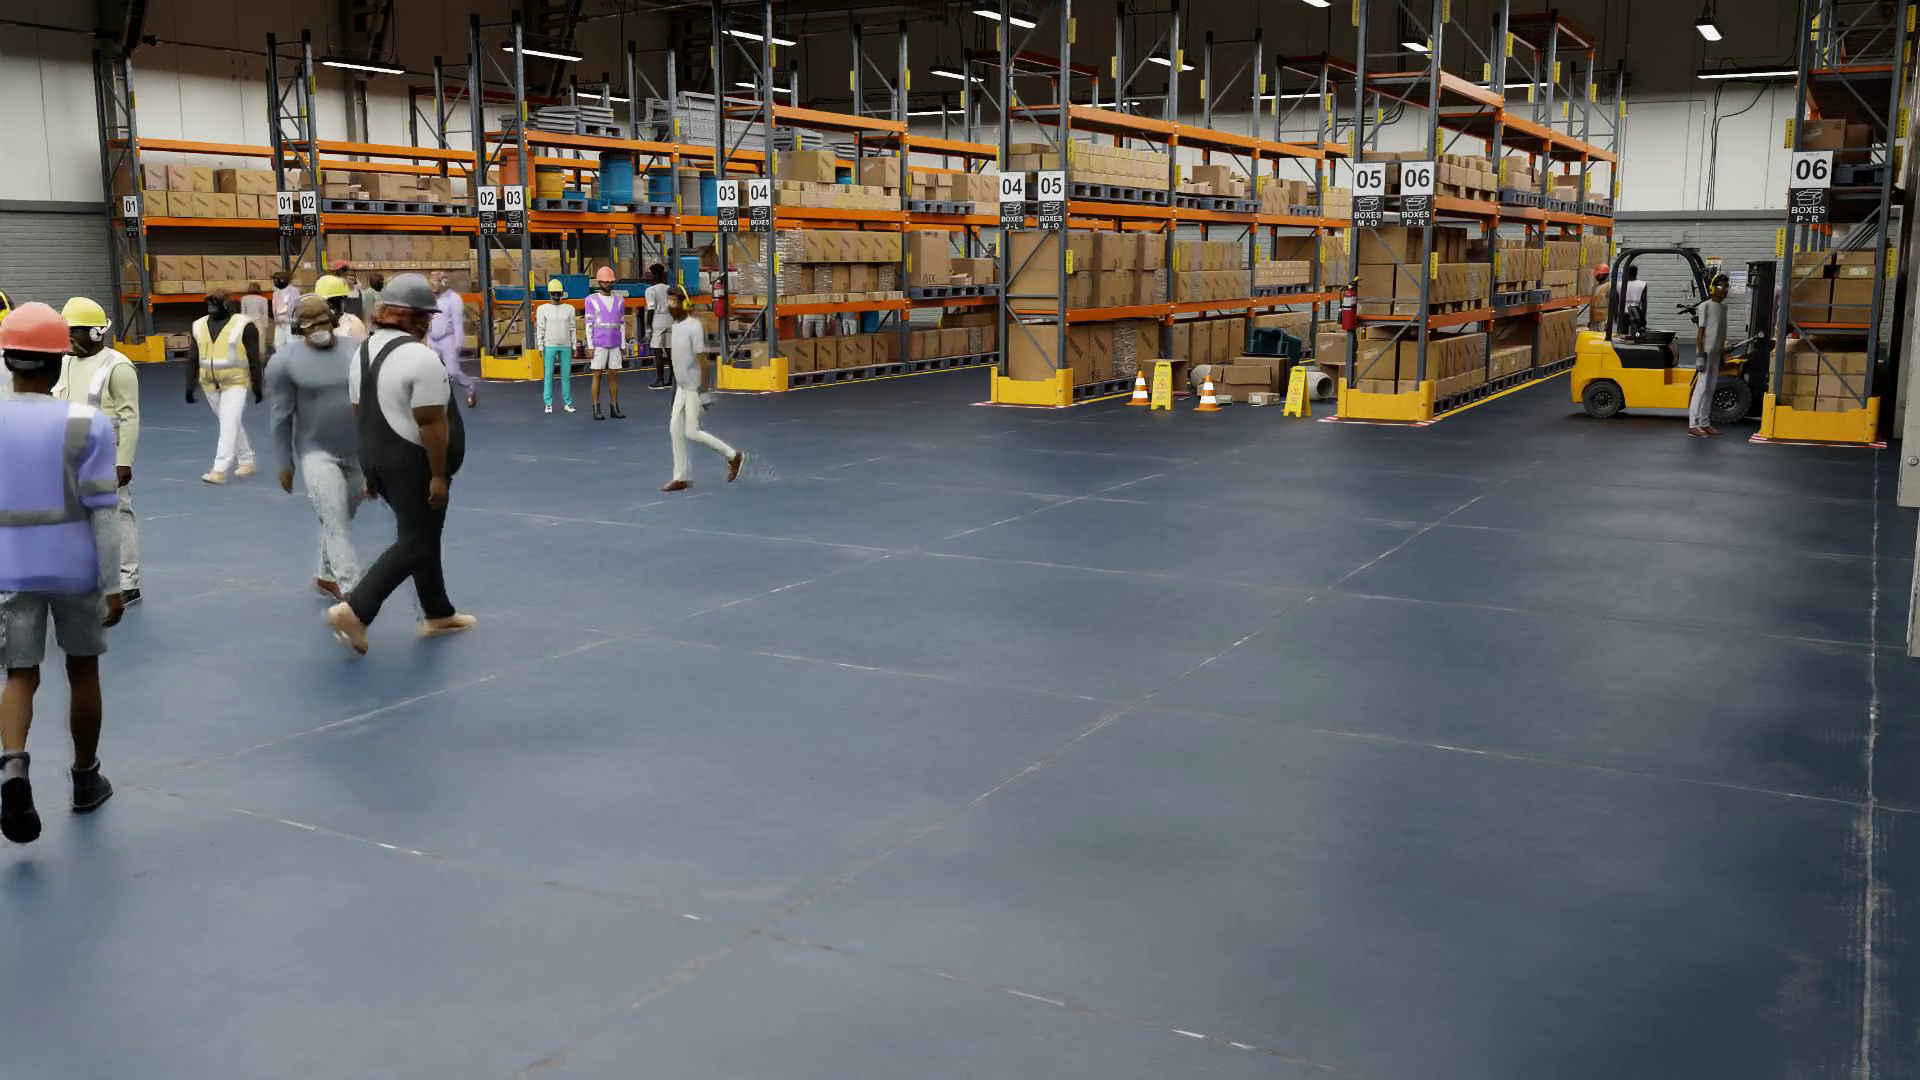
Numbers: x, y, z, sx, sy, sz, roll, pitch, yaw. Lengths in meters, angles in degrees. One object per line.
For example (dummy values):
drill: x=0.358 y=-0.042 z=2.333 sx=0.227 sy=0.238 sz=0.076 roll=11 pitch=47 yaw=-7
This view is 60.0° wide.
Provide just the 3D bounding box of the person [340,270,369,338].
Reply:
person: x=-9.727 y=-3.382 z=26.614 sx=0.329 sy=1.842 sz=0.516 roll=9 pitch=13 yaw=42

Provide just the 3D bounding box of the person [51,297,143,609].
person: x=-5.109 y=-0.507 z=9.814 sx=0.590 sy=1.833 sz=0.404 roll=4 pitch=10 yaw=22

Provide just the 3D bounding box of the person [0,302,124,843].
person: x=-3.282 y=0.116 z=5.936 sx=0.552 sy=1.913 sz=0.776 roll=-3 pitch=10 yaw=-15

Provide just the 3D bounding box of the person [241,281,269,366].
person: x=-13.178 y=-4.030 z=31.075 sx=0.506 sy=1.613 sz=0.659 roll=-1 pitch=10 yaw=-9

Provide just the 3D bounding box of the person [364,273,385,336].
person: x=-9.674 y=-3.494 z=27.393 sx=0.854 sy=1.814 sz=0.634 roll=1 pitch=10 yaw=6

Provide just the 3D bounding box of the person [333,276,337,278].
person: x=-11.242 y=-3.850 z=29.711 sx=0.884 sy=1.729 sz=0.530 roll=-8 pitch=13 yaw=-39

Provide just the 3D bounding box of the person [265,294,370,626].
person: x=-3.638 y=-0.478 z=9.553 sx=0.622 sy=1.878 sz=1.014 roll=-8 pitch=13 yaw=-41

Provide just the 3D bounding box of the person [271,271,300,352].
person: x=-11.454 y=-3.662 z=28.311 sx=0.647 sy=1.823 sz=0.432 roll=6 pitch=11 yaw=31

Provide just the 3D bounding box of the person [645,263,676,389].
person: x=-4.671 y=-3.331 z=25.967 sx=0.370 sy=1.963 sz=0.608 roll=7 pitch=12 yaw=37

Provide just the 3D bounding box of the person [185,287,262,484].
person: x=-6.813 y=-1.432 z=15.370 sx=0.648 sy=1.791 sz=0.977 roll=1 pitch=10 yaw=8

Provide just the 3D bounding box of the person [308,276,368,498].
person: x=-5.308 y=-1.275 z=14.091 sx=0.613 sy=1.901 sz=0.651 roll=6 pitch=11 yaw=30

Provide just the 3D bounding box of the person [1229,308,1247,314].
person: x=6.187 y=-5.078 z=36.839 sx=0.484 sy=1.744 sz=0.295 roll=7 pitch=12 yaw=36

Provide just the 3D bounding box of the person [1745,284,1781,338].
person: x=13.926 y=-3.788 z=28.795 sx=0.588 sy=1.919 sz=0.403 roll=5 pitch=11 yaw=27

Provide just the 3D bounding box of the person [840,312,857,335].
person: x=-2.126 y=-4.265 z=32.395 sx=0.498 sy=1.634 sz=0.281 roll=8 pitch=13 yaw=40

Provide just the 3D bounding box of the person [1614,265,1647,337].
person: x=13.181 y=-4.455 z=32.715 sx=0.626 sy=1.901 sz=0.496 roll=5 pitch=11 yaw=29

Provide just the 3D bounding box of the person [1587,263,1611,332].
person: x=11.351 y=-3.928 z=29.525 sx=0.353 sy=1.942 sz=0.545 roll=-4 pitch=10 yaw=-21

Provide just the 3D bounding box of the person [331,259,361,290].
person: x=-10.771 y=-3.902 z=29.161 sx=0.532 sy=2.008 sz=0.661 roll=7 pitch=12 yaw=35

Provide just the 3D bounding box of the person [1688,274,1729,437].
person: x=8.674 y=-2.124 z=19.178 sx=0.514 sy=1.871 sz=0.327 roll=-7 pitch=12 yaw=-34

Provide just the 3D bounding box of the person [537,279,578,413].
person: x=-5.331 y=-2.563 z=22.051 sx=0.534 sy=1.767 sz=0.314 roll=-5 pitch=11 yaw=-28

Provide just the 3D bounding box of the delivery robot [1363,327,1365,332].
delivery robot: x=9.172 y=-4.653 z=37.550 sx=0.707 sy=0.478 sz=0.477 roll=-2 pitch=10 yaw=-11

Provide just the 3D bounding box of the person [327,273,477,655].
person: x=-2.959 y=-0.427 z=8.738 sx=0.686 sy=2.000 sz=0.927 roll=8 pitch=13 yaw=40

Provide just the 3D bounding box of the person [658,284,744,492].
person: x=-2.332 y=-1.346 z=14.724 sx=0.682 sy=1.840 sz=0.569 roll=-7 pitch=12 yaw=-34

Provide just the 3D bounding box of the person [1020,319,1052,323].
person: x=1.205 y=-3.543 z=27.013 sx=0.606 sy=2.035 sz=0.403 roll=6 pitch=11 yaw=29

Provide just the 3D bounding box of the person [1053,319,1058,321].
person: x=2.109 y=-4.291 z=32.471 sx=0.546 sy=1.655 sz=0.859 roll=6 pitch=11 yaw=31

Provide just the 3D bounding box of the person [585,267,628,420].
person: x=-4.489 y=-2.499 z=21.169 sx=0.542 sy=1.939 sz=0.368 roll=-7 pitch=12 yaw=-35

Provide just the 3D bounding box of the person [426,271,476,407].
person: x=-6.862 y=-2.652 z=22.227 sx=0.653 sy=1.881 sz=0.737 roll=5 pitch=11 yaw=25

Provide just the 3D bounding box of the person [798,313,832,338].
person: x=-2.568 y=-3.902 z=29.423 sx=0.631 sy=1.931 sz=0.374 roll=0 pitch=10 yaw=-1

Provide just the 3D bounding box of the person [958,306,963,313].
person: x=0.216 y=-5.463 z=38.493 sx=0.614 sy=1.958 sz=0.971 roll=5 pitch=11 yaw=26

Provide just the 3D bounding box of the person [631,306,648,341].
person: x=-6.321 y=-4.396 z=33.241 sx=0.516 sy=1.615 sz=0.777 roll=6 pitch=11 yaw=31

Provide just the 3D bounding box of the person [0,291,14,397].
person: x=-6.043 y=-0.644 z=10.496 sx=0.510 sy=1.877 sz=0.328 roll=4 pitch=10 yaw=22
